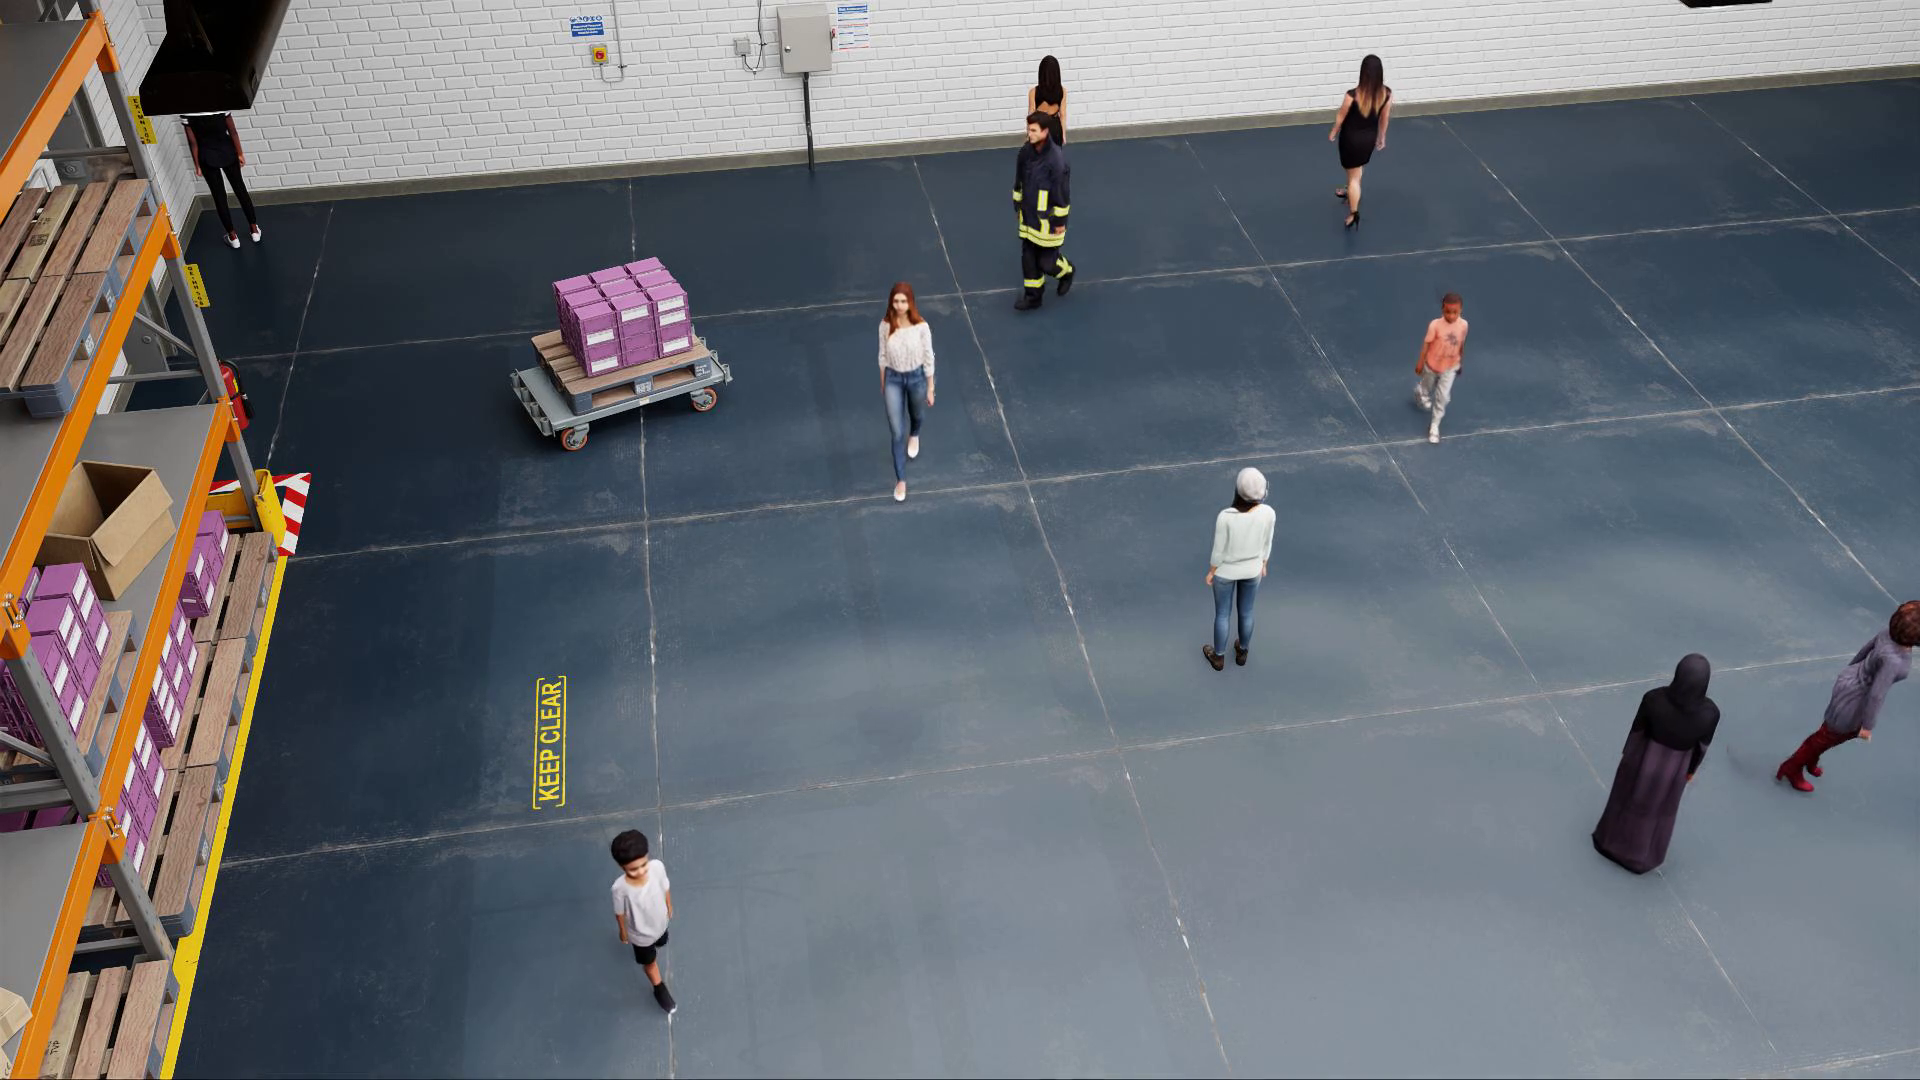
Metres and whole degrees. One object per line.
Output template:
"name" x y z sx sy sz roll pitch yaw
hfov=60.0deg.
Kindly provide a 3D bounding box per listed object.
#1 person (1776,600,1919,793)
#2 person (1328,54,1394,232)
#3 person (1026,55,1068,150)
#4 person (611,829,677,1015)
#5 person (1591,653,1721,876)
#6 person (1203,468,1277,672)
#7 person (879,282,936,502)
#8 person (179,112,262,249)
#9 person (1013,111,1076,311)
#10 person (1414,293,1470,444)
"person" 5.415 0.942 10.163 0.868 1.681 0.810 17 42 20
"person" 3.896 -3.806 16.102 0.723 1.688 0.962 -11 40 -13
"person" 0.846 -3.937 16.300 0.542 1.646 0.467 -6 39 -7
"person" -1.756 2.027 9.152 0.691 1.246 0.870 -23 44 -26
"person" 4.105 1.293 9.776 0.710 1.614 0.751 13 41 16
"person" 1.864 0.184 11.141 0.577 1.645 0.492 -8 39 -10
"person" -0.402 -1.255 12.910 0.758 1.686 1.161 2 39 3
"person" -7.070 -3.630 15.850 0.704 1.729 0.703 -24 45 -27
"person" 0.791 -2.945 14.844 1.086 1.913 1.037 -30 47 -32
"person" 3.894 -1.473 13.501 0.666 1.288 0.900 1 39 2
